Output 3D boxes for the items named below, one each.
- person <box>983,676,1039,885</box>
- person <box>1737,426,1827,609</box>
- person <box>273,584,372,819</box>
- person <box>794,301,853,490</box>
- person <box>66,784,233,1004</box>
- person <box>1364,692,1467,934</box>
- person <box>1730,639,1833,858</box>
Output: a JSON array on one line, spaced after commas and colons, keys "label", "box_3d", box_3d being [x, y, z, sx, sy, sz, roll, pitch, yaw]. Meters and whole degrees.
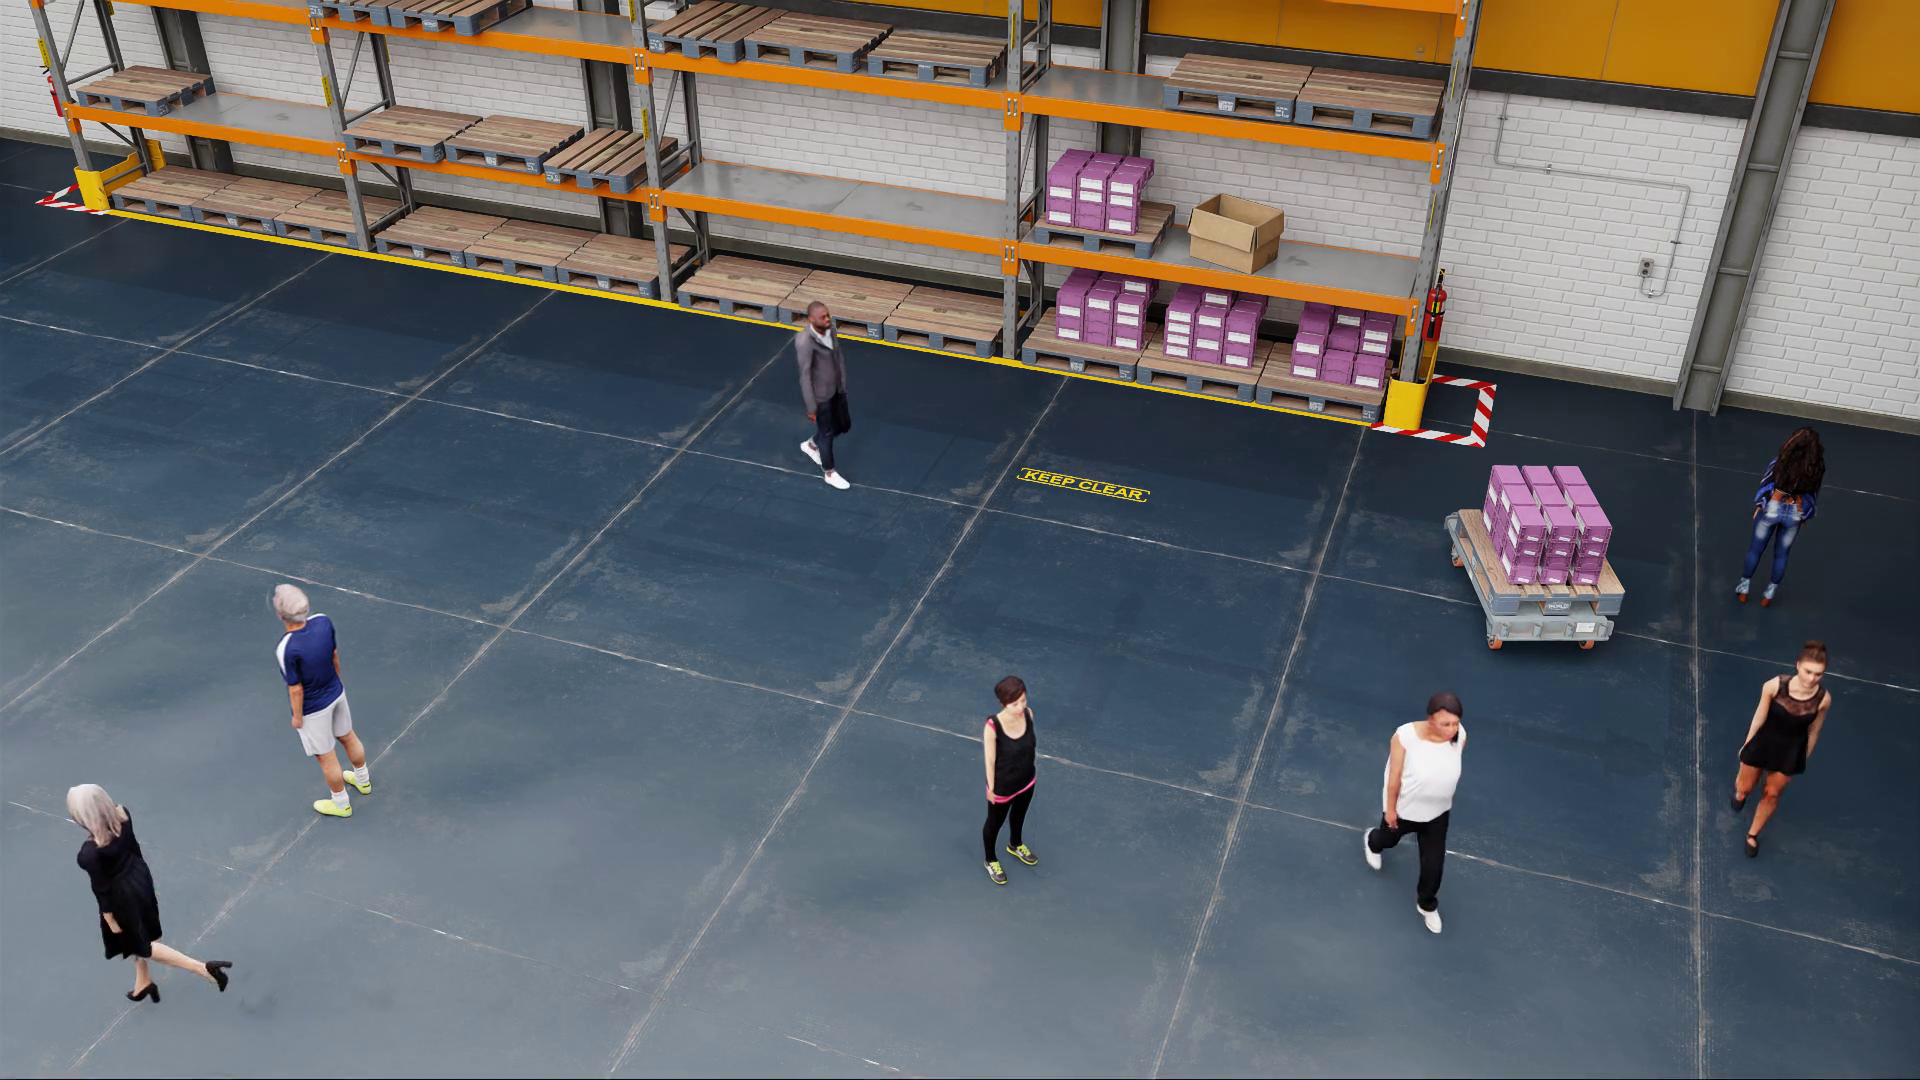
[{"label": "person", "box_3d": [0.320, 1.520, 10.756, 0.614, 1.543, 0.638, -25, 41, -32]}, {"label": "person", "box_3d": [6.548, -0.197, 13.269, 0.473, 1.621, 0.659, 11, 35, 16]}, {"label": "person", "box_3d": [-4.304, 1.066, 11.173, 0.530, 1.838, 0.625, 12, 35, 17]}, {"label": "person", "box_3d": [-1.265, -1.325, 14.800, 0.908, 1.806, 0.837, 19, 38, 26]}, {"label": "person", "box_3d": [-4.772, 2.106, 9.711, 1.043, 1.725, 0.785, 1, 34, 2]}, {"label": "person", "box_3d": [2.871, 1.611, 10.514, 1.122, 1.660, 1.035, -4, 34, -6]}, {"label": "person", "box_3d": [5.383, 1.317, 10.953, 0.692, 1.663, 0.662, 14, 36, 20]}]
